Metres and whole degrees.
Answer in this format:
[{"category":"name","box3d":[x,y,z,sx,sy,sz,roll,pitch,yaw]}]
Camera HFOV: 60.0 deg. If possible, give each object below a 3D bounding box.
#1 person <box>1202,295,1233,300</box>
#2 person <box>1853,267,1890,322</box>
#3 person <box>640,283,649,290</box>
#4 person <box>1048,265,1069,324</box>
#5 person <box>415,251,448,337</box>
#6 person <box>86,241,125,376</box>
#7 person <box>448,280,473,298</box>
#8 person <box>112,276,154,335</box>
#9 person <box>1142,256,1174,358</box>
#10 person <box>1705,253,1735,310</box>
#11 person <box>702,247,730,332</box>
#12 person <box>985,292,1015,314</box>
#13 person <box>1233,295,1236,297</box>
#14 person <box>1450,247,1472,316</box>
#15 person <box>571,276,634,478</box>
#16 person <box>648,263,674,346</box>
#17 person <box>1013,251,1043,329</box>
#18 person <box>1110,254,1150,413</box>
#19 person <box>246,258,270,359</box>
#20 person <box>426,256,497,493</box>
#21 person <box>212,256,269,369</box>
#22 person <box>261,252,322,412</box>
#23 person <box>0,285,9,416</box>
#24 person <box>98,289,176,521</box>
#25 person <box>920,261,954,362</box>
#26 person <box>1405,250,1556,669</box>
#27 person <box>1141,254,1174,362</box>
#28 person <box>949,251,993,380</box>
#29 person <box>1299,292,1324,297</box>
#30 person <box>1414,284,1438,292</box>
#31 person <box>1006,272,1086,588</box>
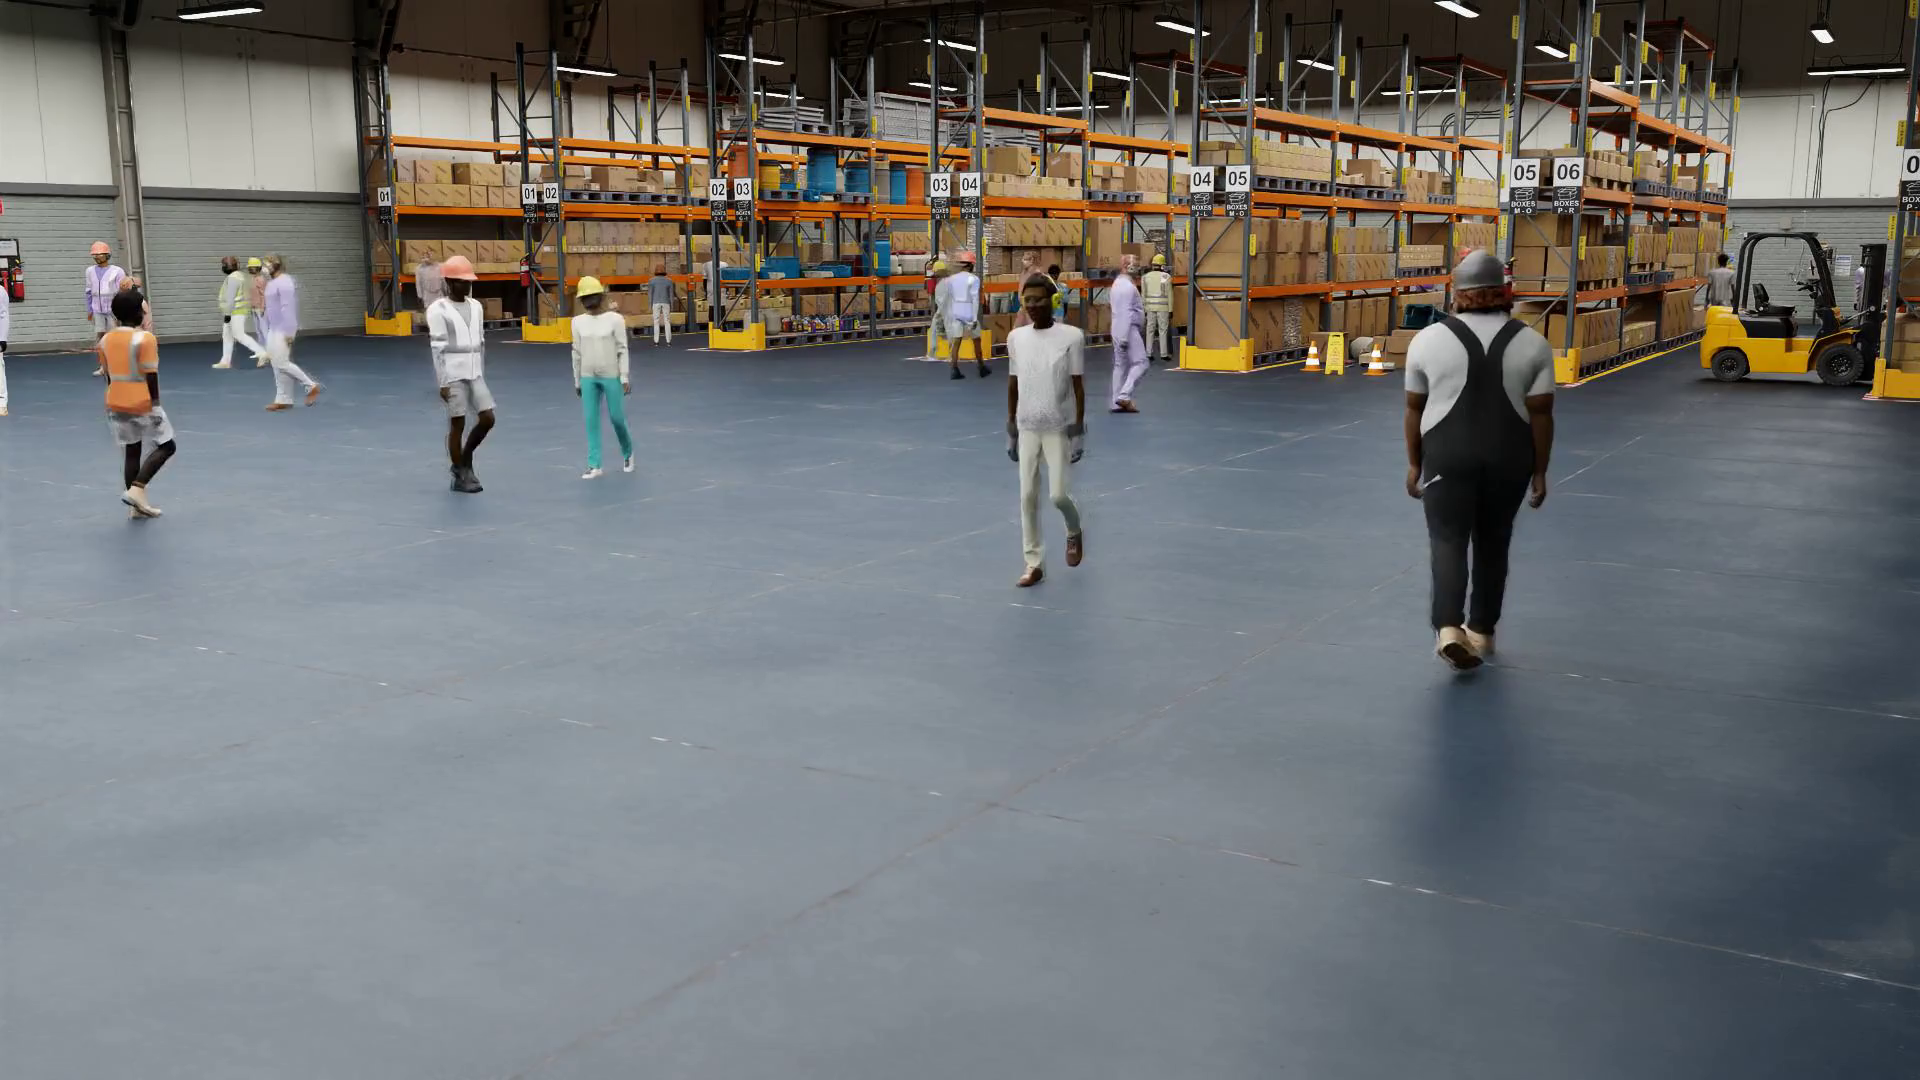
[{"category":"person","box3d":[4.683,-4.396,30.339,0.606,2.035,0.405,6,12,30]},{"category":"person","box3d":[17.259,-4.550,31.522,0.585,1.919,0.405,5,11,26]},{"category":"person","box3d":[-7.240,-5.796,38.622,0.607,1.871,0.413,7,12,33]},{"category":"person","box3d":[1.548,-3.773,27.887,0.545,1.648,0.845,1,10,5]},{"category":"person","box3d":[-11.350,-5.297,35.867,0.752,1.865,0.475,-7,12,-33]},{"category":"person","box3d":[-12.983,-3.500,25.285,0.605,2.045,0.381,0,10,2]},{"category":"person","box3d":[-10.783,-5.193,35.979,0.513,1.605,0.644,0,10,-1]},{"category":"person","box3d":[-9.634,-2.251,19.423,0.513,1.641,0.307,3,10,15]},{"category":"person","box3d":[3.466,-4.084,29.261,0.607,1.809,0.621,4,11,23]},{"category":"person","box3d":[14.870,-4.690,32.546,0.526,1.843,0.874,6,12,31]},{"category":"person","box3d":[-5.410,-5.546,36.961,0.606,1.966,0.367,0,10,1]},{"category":"person","box3d":[0.796,-4.815,32.989,0.625,1.931,0.374,0,10,1]},{"category":"person","box3d":[5.120,-4.563,32.511,0.523,1.595,0.870,8,13,37]},{"category":"person","box3d":[9.466,-4.511,31.242,0.542,1.939,0.361,8,13,39]},{"category":"person","box3d":[-3.112,-1.422,14.551,0.554,1.741,0.740,2,10,10]},{"category":"person","box3d":[-5.911,-4.653,32.919,0.494,1.624,0.280,-3,11,-19]},{"category":"person","box3d":[1.137,-3.840,27.612,0.435,1.887,0.680,-4,11,-23]},{"category":"person","box3d":[2.015,-2.442,19.802,0.445,1.889,0.649,-2,10,-11]},{"category":"person","box3d":[-12.338,-4.066,29.233,0.310,1.769,0.525,-10,14,-43]},{"category":"person","box3d":[-4.023,-1.330,13.471,0.403,1.919,0.560,6,12,32]},{"category":"person","box3d":[-11.671,-3.670,26.876,0.841,1.820,0.621,-4,11,-22]},{"category":"person","box3d":[-8.122,-2.503,20.044,0.561,1.925,0.642,-8,13,-37]},{"category":"person","box3d":[-11.447,-2.357,19.449,0.627,1.844,0.429,-1,10,-3]},{"category":"person","box3d":[-5.984,-0.974,12.096,0.539,1.686,0.363,4,11,23]},{"category":"person","box3d":[-0.368,-3.867,28.260,0.754,1.708,0.489,-4,11,-23]},{"category":"person","box3d":[2.481,-0.407,7.967,0.685,2.000,0.881,1,10,8]},{"category":"person","box3d":[3.397,-3.967,28.494,0.588,1.833,0.404,6,12,30]},{"category":"person","box3d":[0.146,-3.361,24.928,0.548,1.899,0.923,6,12,32]},{"category":"person","box3d":[7.628,-5.349,36.110,0.594,1.887,0.954,4,11,22]},{"category":"person","box3d":[11.521,-6.269,41.174,0.599,1.906,0.589,4,11,22]},{"category":"person","box3d":[0.525,-0.661,9.911,0.510,1.860,0.565,5,11,25]}]
